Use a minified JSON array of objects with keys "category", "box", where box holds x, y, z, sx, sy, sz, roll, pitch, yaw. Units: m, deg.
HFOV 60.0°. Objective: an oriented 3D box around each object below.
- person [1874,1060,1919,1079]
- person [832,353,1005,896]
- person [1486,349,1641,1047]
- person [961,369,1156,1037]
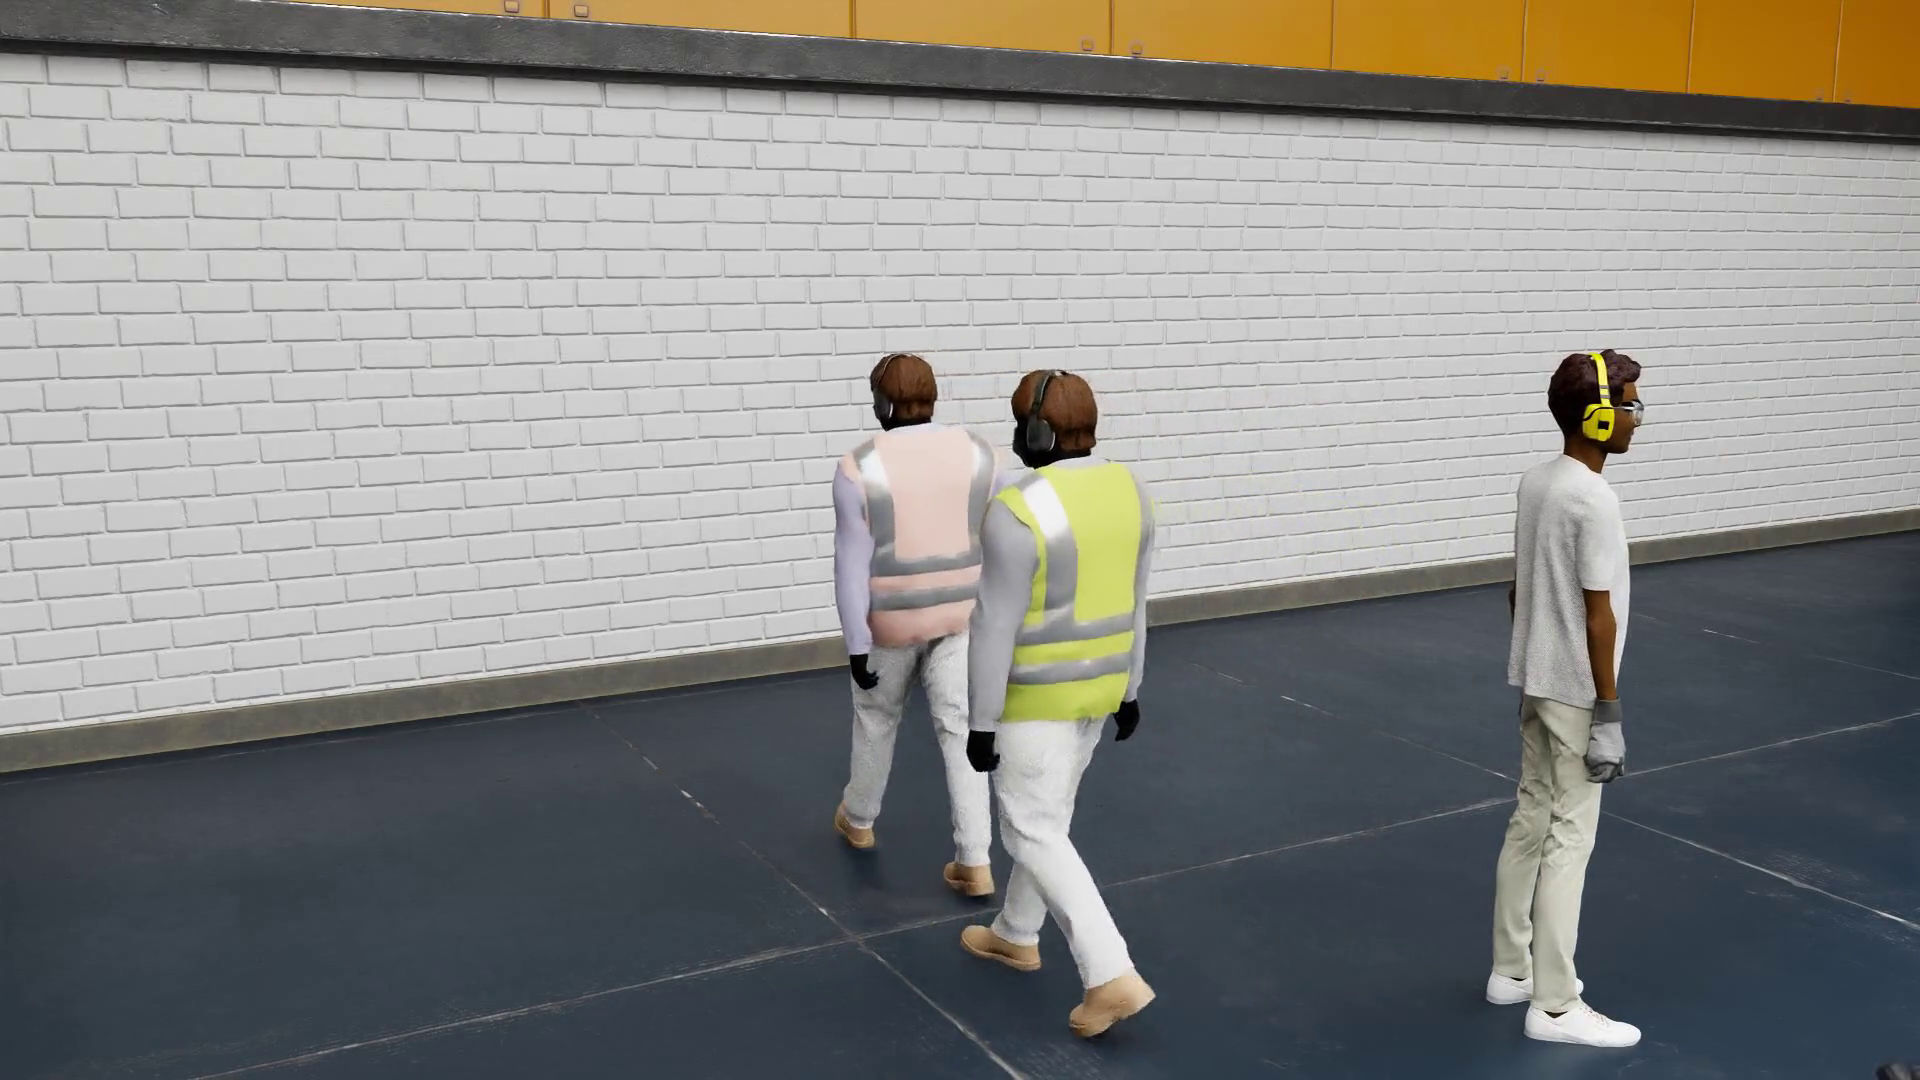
[{"category":"person","box":[2.675,0.526,3.826,0.995,1.887,0.570,2,10,13]},{"category":"person","box":[-0.150,0.265,5.648,0.629,1.802,0.928,-3,10,-19]},{"category":"person","box":[1.659,0.423,4.501,0.325,1.871,0.524,-1,10,-6]},{"category":"person","box":[0.273,0.430,4.627,0.831,1.817,0.642,9,14,43]}]
